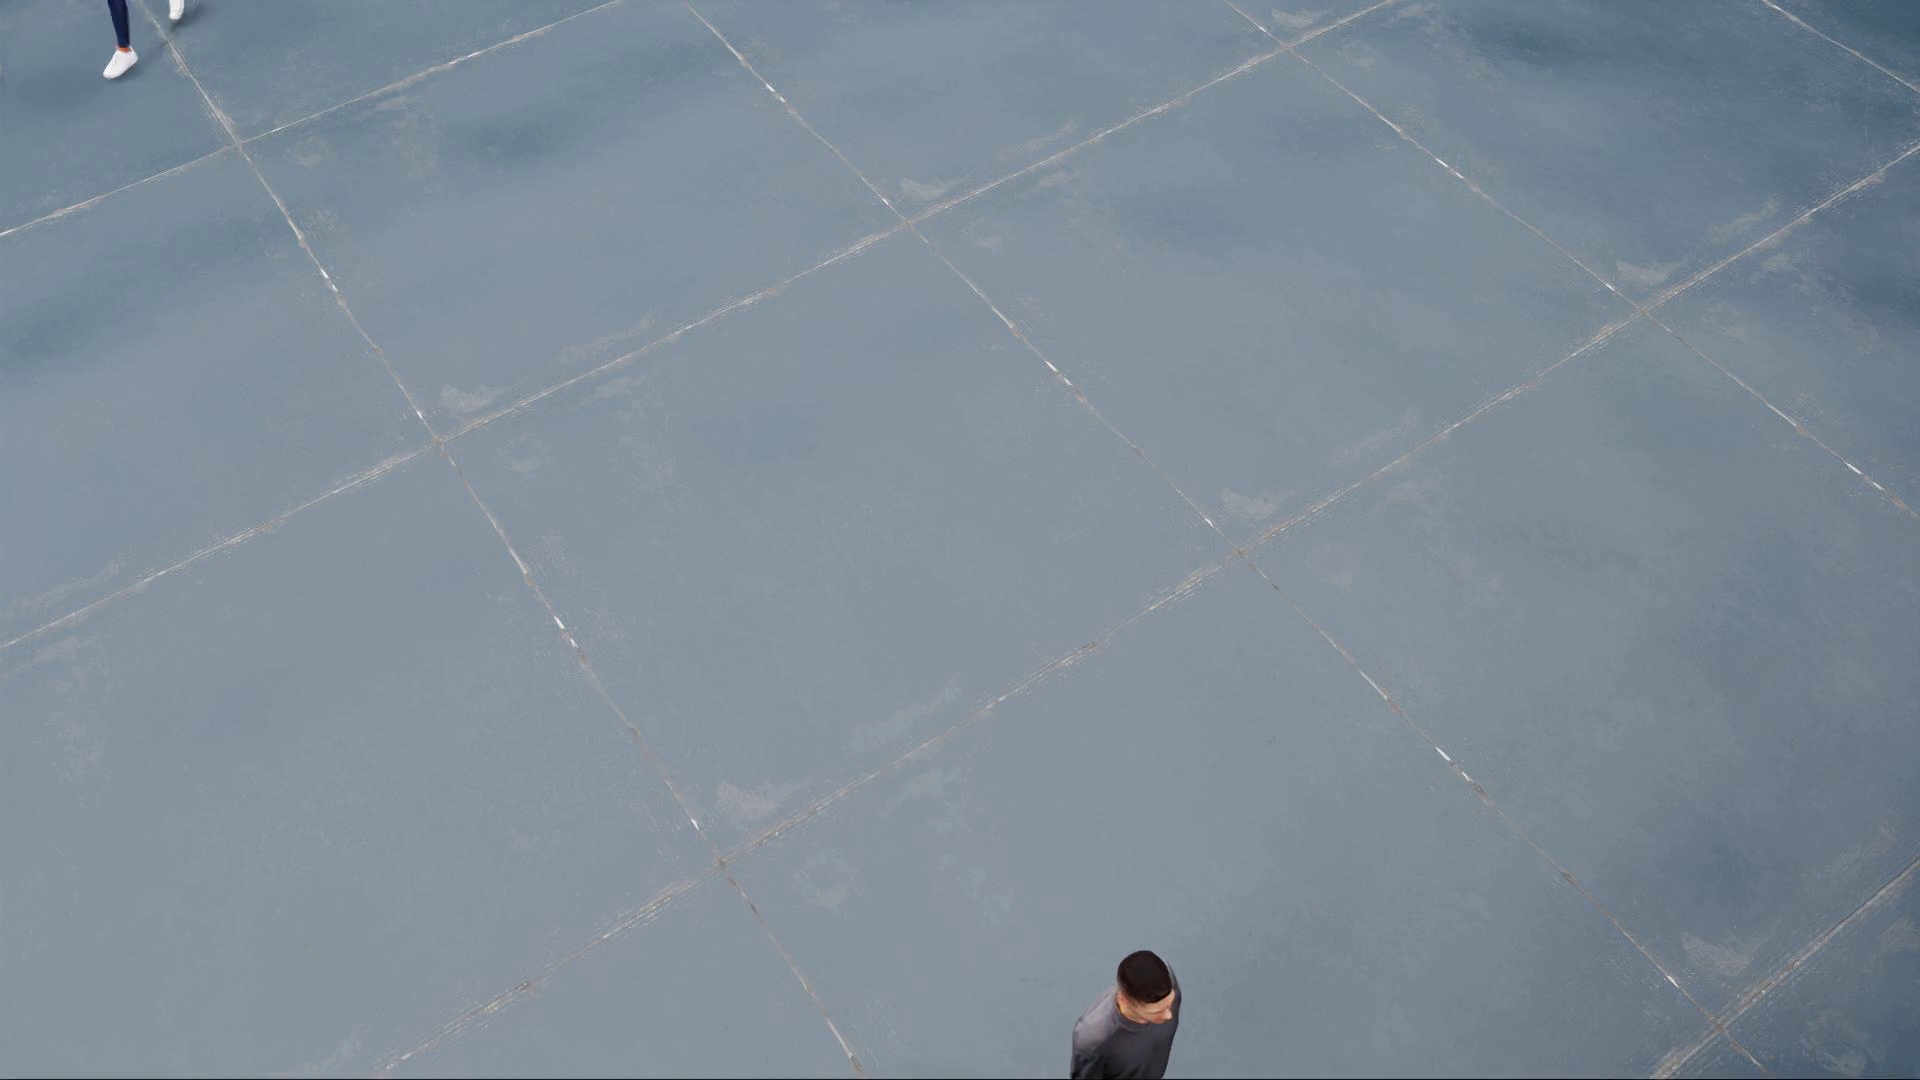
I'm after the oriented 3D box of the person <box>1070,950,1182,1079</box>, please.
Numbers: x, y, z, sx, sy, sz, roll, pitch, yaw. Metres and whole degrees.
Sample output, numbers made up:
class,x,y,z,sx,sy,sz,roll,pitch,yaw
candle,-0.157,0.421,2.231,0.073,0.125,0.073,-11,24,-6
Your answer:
class,x,y,z,sx,sy,sz,roll,pitch,yaw
person,0.563,1.863,5.856,0.582,1.761,0.659,37,61,25
